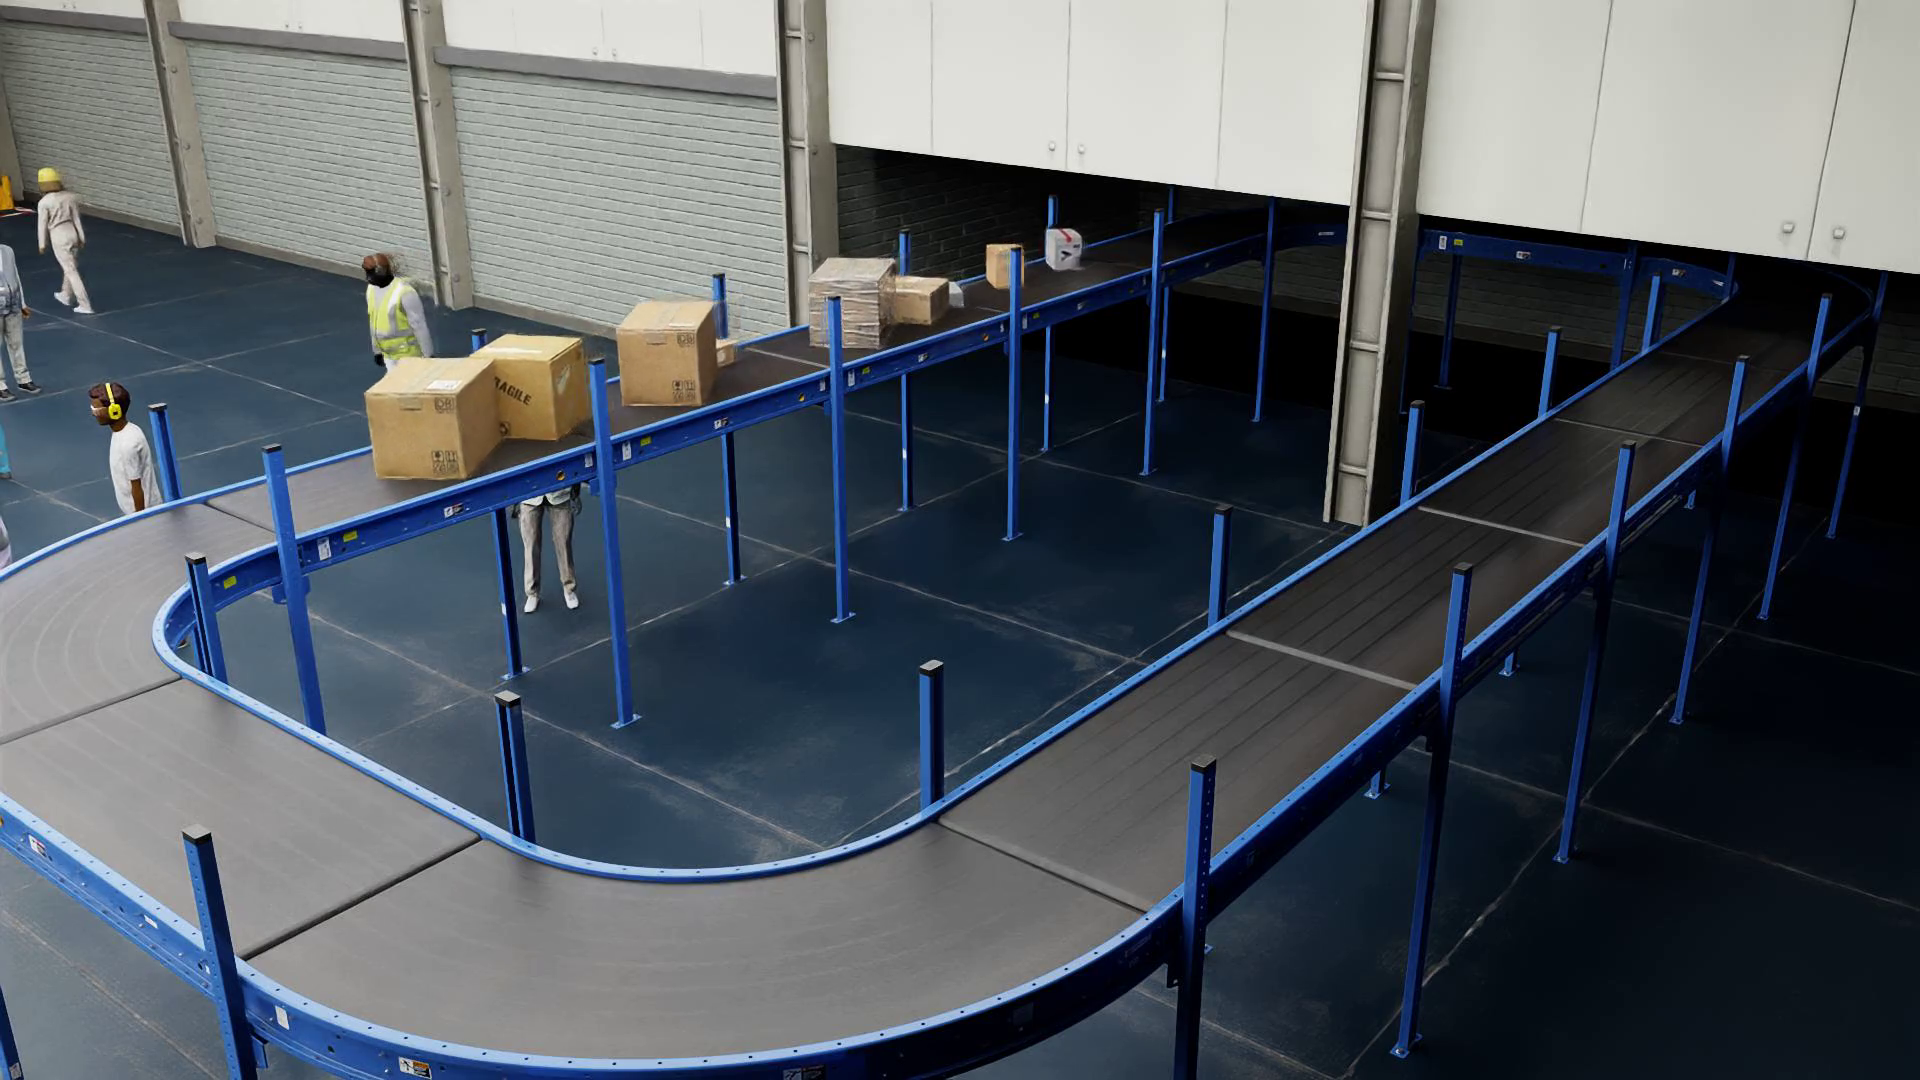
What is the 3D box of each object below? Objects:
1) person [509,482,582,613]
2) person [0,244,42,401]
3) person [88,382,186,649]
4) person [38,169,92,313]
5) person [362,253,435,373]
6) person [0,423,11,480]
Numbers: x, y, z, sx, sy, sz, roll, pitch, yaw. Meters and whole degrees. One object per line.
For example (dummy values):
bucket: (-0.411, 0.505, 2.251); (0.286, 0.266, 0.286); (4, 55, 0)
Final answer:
person: (-2.913, -0.283, 11.668); (0.521, 1.639, 0.311); (-5, 22, -12)
person: (-9.568, -2.319, 16.579); (0.404, 1.830, 0.602); (9, 23, 23)
person: (-5.452, -0.144, 11.028); (0.329, 1.861, 0.504); (-12, 25, -29)
person: (-10.856, -3.602, 20.006); (0.799, 1.701, 0.499); (9, 23, 21)
person: (-5.071, -1.708, 15.066); (0.650, 1.806, 0.466); (17, 27, 36)
person: (-8.418, -1.332, 14.065); (0.389, 1.837, 0.563); (9, 23, 21)
